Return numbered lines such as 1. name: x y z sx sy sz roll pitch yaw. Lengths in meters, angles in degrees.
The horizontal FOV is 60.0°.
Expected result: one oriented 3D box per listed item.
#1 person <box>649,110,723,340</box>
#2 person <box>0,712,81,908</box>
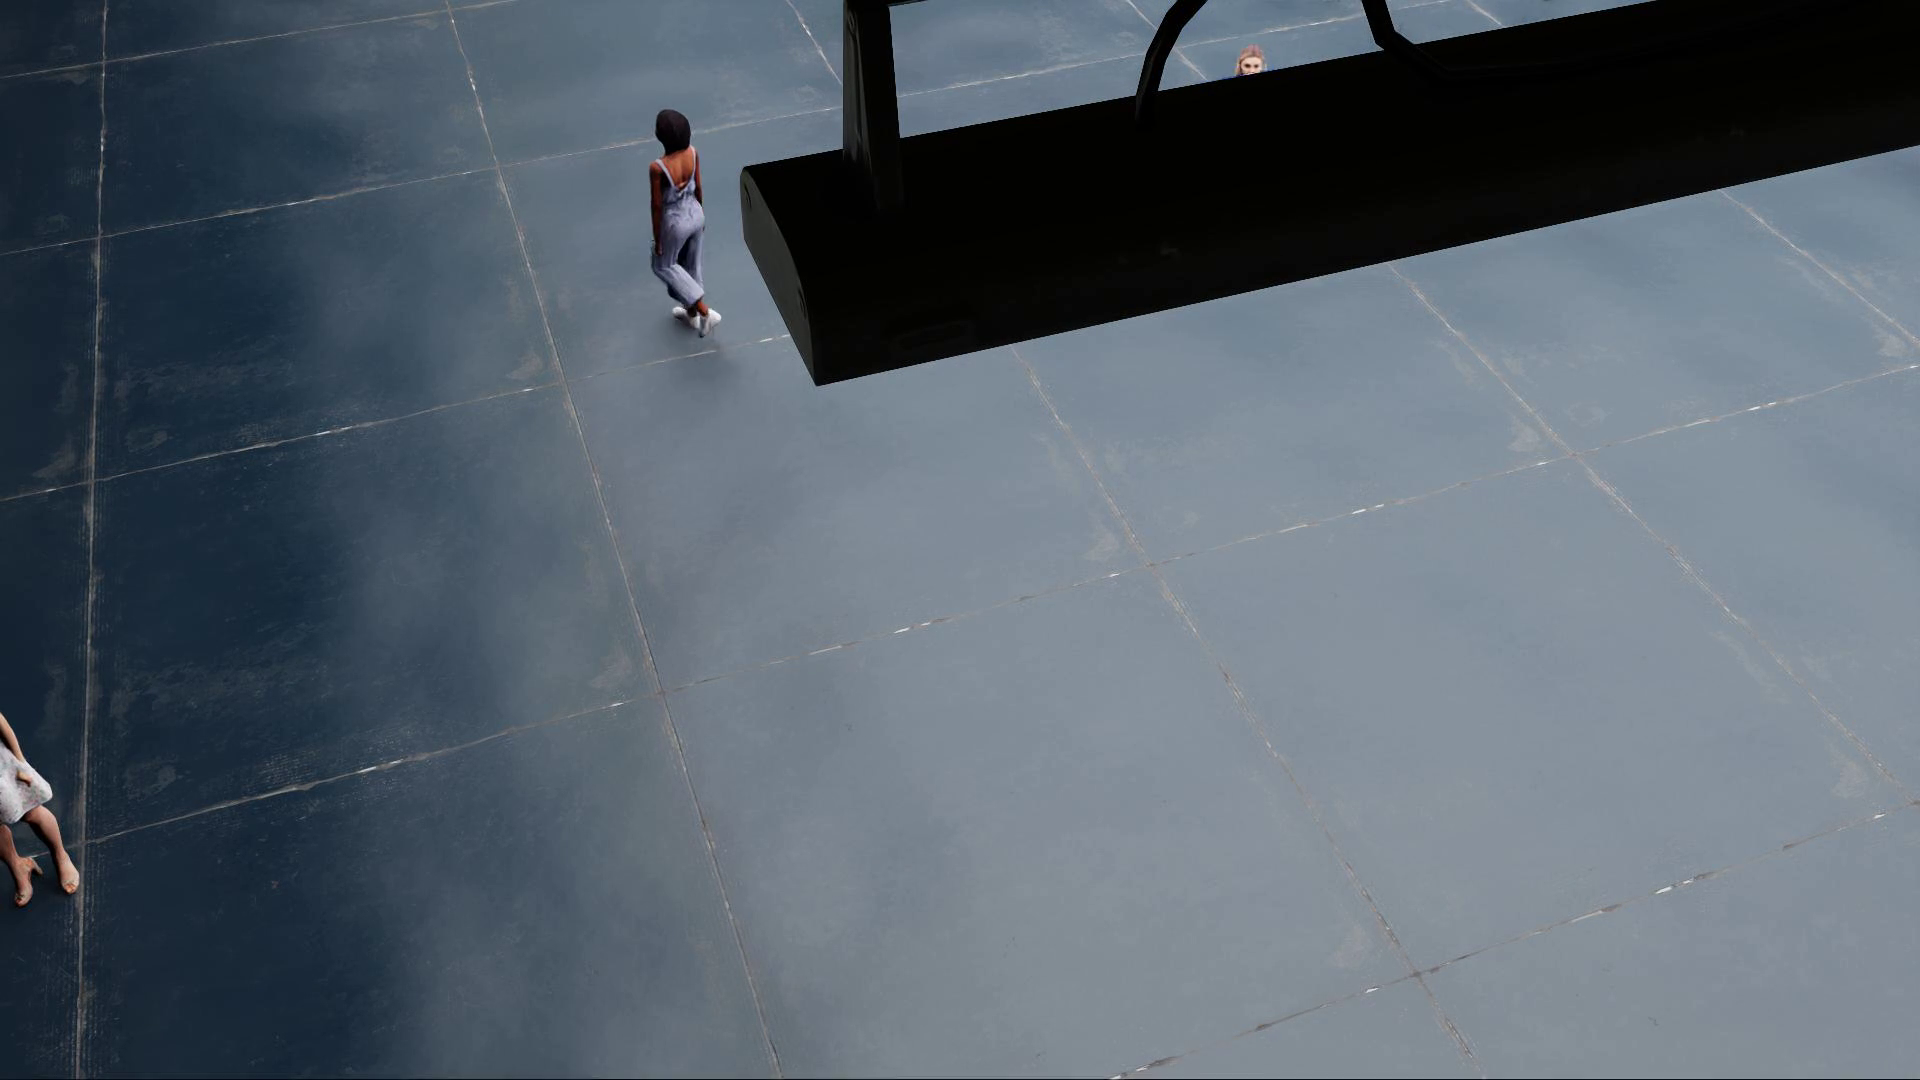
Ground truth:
1. person: -1.824 -2.066 11.128 0.931 1.687 0.804 31 51 29
2. person: -4.525 1.086 7.690 0.652 1.773 0.637 -12 44 -12
